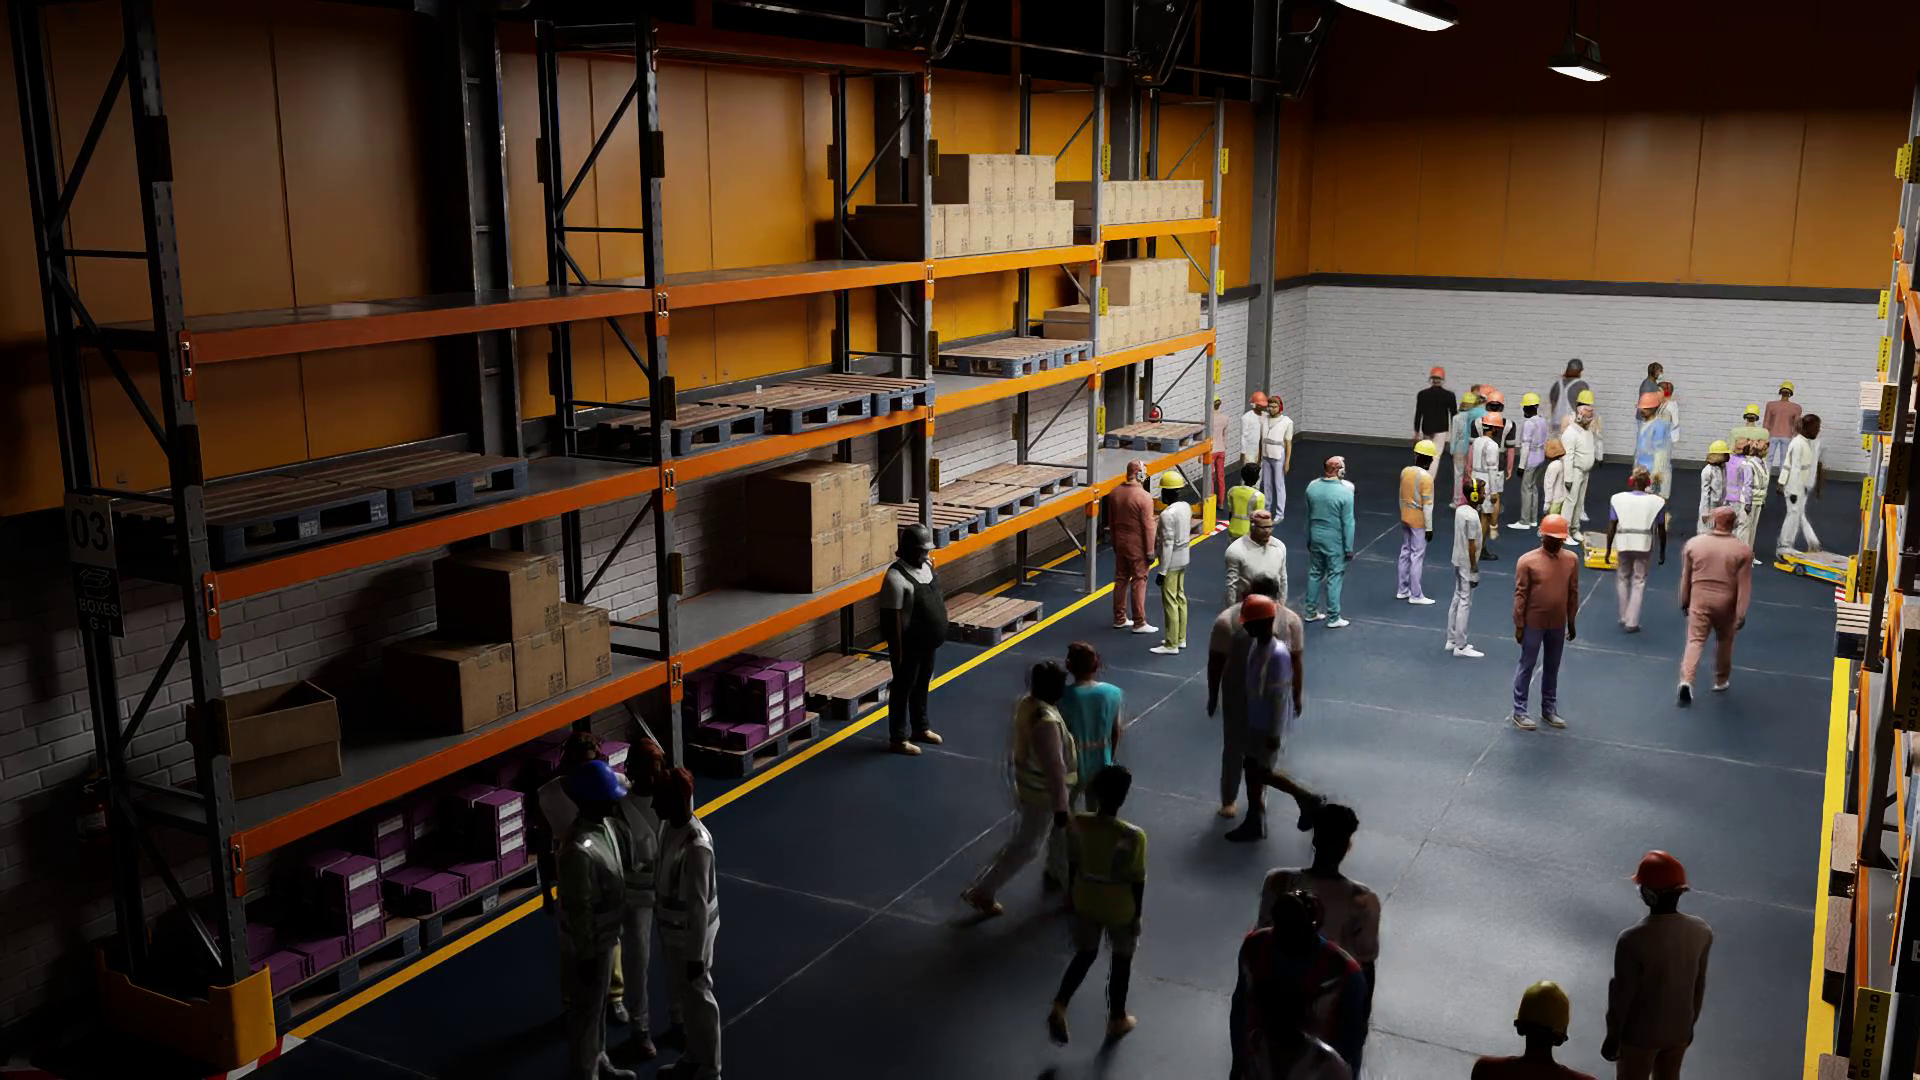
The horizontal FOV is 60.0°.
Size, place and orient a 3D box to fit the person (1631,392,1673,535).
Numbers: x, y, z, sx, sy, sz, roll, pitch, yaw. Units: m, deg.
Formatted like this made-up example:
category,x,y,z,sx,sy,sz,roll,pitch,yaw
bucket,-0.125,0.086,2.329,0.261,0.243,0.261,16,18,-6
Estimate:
category,x,y,z,sx,sy,sz,roll,pitch,yaw
person,9.406,-1.012,22.675,0.571,2.023,0.628,-1,13,-4

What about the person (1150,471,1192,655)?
category,x,y,z,sx,sy,sz,roll,pitch,yaw
person,2.188,0.236,17.306,0.375,1.925,0.595,7,14,29

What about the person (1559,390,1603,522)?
category,x,y,z,sx,sy,sz,roll,pitch,yaw
person,8.972,-1.247,24.086,0.600,1.875,1.025,-2,13,-9

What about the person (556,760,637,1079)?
category,x,y,z,sx,sy,sz,roll,pitch,yaw
person,-1.949,2.104,8.897,0.404,1.948,0.605,0,13,-1

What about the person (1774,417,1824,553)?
category,x,y,z,sx,sy,sz,roll,pitch,yaw
person,11.119,-0.721,21.905,0.510,1.808,0.879,-4,13,-18

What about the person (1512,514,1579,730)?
category,x,y,z,sx,sy,sz,roll,pitch,yaw
person,5.272,0.732,14.959,0.615,1.987,0.407,-3,13,-13

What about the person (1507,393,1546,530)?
category,x,y,z,sx,sy,sz,roll,pitch,yaw
person,7.988,-1.105,23.357,0.399,1.913,0.591,10,16,38

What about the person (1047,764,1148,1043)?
category,x,y,z,sx,sy,sz,roll,pitch,yaw
person,0.785,2.117,9.487,0.533,1.679,0.614,8,15,33

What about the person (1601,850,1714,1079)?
category,x,y,z,sx,sy,sz,roll,pitch,yaw
person,3.387,2.367,8.185,0.570,1.743,0.353,-5,14,-23

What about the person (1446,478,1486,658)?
category,x,y,z,sx,sy,sz,roll,pitch,yaw
person,5.271,0.278,17.248,0.326,1.874,0.518,0,13,-1

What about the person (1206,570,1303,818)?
category,x,y,z,sx,sy,sz,roll,pitch,yaw
person,2.276,1.175,12.848,0.740,2.000,0.537,1,13,3

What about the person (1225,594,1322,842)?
category,x,y,z,sx,sy,sz,roll,pitch,yaw
person,2.345,1.332,12.439,0.635,1.911,0.562,-3,13,-14

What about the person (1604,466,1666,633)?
category,x,y,z,sx,sy,sz,roll,pitch,yaw
person,7.369,0.101,18.143,0.614,1.829,0.515,5,14,21

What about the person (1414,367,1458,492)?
category,x,y,z,sx,sy,sz,roll,pitch,yaw
person,7.486,-1.740,26.127,0.622,1.962,0.999,9,15,34

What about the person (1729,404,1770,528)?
category,x,y,z,sx,sy,sz,roll,pitch,yaw
person,11.040,-1.028,23.331,0.522,1.769,0.318,5,14,21

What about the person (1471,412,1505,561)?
category,x,y,z,sx,sy,sz,roll,pitch,yaw
person,6.806,-0.697,21.498,0.389,1.925,0.550,-2,13,-8

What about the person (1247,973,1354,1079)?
category,x,y,z,sx,sy,sz,roll,pitch,yaw
person,1.477,2.645,7.169,0.742,1.638,0.558,-7,14,-29

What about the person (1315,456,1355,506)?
category,x,y,z,sx,sy,sz,roll,pitch,yaw
person,4.412,-0.206,19.858,0.543,1.680,0.571,1,13,6

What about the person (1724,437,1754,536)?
category,x,y,z,sx,sy,sz,roll,pitch,yaw
person,9.962,-0.513,21.335,0.323,1.631,0.526,-2,13,-9

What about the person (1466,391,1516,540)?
category,x,y,z,sx,sy,sz,roll,pitch,yaw
person,7.232,-1.013,22.684,0.611,2.030,0.410,3,13,15

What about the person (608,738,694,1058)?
category,x,y,z,sx,sy,sz,roll,pitch,yaw
person,-1.753,2.018,9.449,0.588,1.878,0.371,-8,15,-31

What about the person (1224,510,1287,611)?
category,x,y,z,sx,sy,sz,roll,pitch,yaw
person,2.773,0.645,15.545,0.643,1.900,0.399,-5,13,-20

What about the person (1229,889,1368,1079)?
category,x,y,z,sx,sy,sz,roll,pitch,yaw
person,1.508,2.451,7.596,0.623,1.840,0.430,9,15,34

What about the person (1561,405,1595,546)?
category,x,y,z,sx,sy,sz,roll,pitch,yaw
person,8.308,-0.876,22.373,0.400,1.896,0.653,12,17,42

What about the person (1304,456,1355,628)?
category,x,y,z,sx,sy,sz,roll,pitch,yaw
person,4.092,0.015,18.371,0.400,1.899,0.648,-9,16,-36

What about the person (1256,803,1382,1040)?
category,x,y,z,sx,sy,sz,roll,pitch,yaw
person,1.788,2.230,8.379,0.633,1.928,0.804,4,13,18

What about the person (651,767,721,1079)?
category,x,y,z,sx,sy,sz,roll,pitch,yaw
person,-1.476,2.119,8.987,0.340,1.882,0.579,-6,14,-24

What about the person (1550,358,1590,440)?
category,x,y,z,sx,sy,sz,roll,pitch,yaw
person,9.817,-1.926,26.732,0.541,2.000,0.732,-8,15,-31

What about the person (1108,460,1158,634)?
category,x,y,z,sx,sy,sz,roll,pitch,yaw
person,1.905,0.068,18.123,0.406,1.903,0.639,-9,16,-36

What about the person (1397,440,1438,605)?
category,x,y,z,sx,sy,sz,roll,pitch,yaw
person,5.323,-0.210,19.329,0.382,1.917,0.585,-4,13,-16

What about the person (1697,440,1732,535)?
category,x,y,z,sx,sy,sz,roll,pitch,yaw
person,9.225,-0.355,20.364,0.488,1.746,0.288,-11,16,-40

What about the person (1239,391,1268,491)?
category,x,y,z,sx,sy,sz,roll,pitch,yaw
person,4.425,-1.360,24.879,0.585,1.742,0.360,-10,16,-38

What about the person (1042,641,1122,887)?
category,x,y,z,sx,sy,sz,roll,pitch,yaw
person,0.799,1.586,11.519,0.603,1.809,0.781,-4,13,-18

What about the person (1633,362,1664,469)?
category,x,y,z,sx,sy,sz,roll,pitch,yaw
person,11.177,-1.934,27.034,0.367,1.932,0.623,7,14,27

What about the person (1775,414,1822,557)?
category,x,y,z,sx,sy,sz,roll,pitch,yaw
person,10.838,-0.698,21.554,0.438,1.899,0.607,9,15,34

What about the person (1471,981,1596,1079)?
category,x,y,z,sx,sy,sz,roll,pitch,yaw
person,2.349,2.652,6.853,0.523,1.769,0.323,5,14,23

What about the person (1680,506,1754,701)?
category,x,y,z,sx,sy,sz,roll,pitch,yaw
person,7.170,0.597,15.826,0.648,1.865,0.928,9,16,36

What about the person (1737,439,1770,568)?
category,x,y,z,sx,sy,sz,roll,pitch,yaw
person,10.074,-0.472,21.128,0.309,1.641,0.514,12,17,43

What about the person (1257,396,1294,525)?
category,x,y,z,sx,sy,sz,roll,pitch,yaw
person,4.490,-1.146,23.711,0.394,1.836,0.560,-10,16,-39

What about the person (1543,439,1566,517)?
category,x,y,z,sx,sy,sz,roll,pitch,yaw
person,7.553,-0.480,21.204,0.288,1.626,0.497,7,15,30

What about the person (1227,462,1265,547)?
category,x,y,z,sx,sy,sz,roll,pitch,yaw
person,3.294,-0.061,19.183,0.319,1.686,0.538,-11,16,-40

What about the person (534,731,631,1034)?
category,x,y,z,sx,sy,sz,roll,pitch,yaw
person,-2.179,1.977,9.733,0.567,1.838,0.386,-5,14,-23

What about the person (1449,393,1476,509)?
category,x,y,z,sx,sy,sz,roll,pitch,yaw
person,7.525,-1.326,24.742,0.497,1.734,0.348,1,13,5

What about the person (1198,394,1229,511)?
category,x,y,z,sx,sy,sz,roll,pitch,yaw
person,3.716,-1.281,24.480,0.522,1.763,0.319,-9,15,-35

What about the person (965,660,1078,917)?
category,x,y,z,sx,sy,sz,roll,pitch,yaw
person,0.494,1.682,11.160,0.939,1.800,0.618,-1,13,-4

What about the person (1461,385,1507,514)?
category,x,y,z,sx,sy,sz,roll,pitch,yaw
person,7.557,-1.247,23.885,0.892,1.952,0.623,-3,13,-15

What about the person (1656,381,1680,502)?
category,x,y,z,sx,sy,sz,roll,pitch,yaw
person,10.714,-1.488,25.242,0.385,1.838,0.562,6,14,27

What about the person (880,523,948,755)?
category,x,y,z,sx,sy,sz,roll,pitch,yaw
person,-0.366,0.834,14.376,0.535,2.000,0.684,7,14,28

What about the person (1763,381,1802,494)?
category,x,y,z,sx,sy,sz,roll,pitch,yaw
person,12.785,-1.598,25.913,0.532,1.756,0.337,6,14,24
